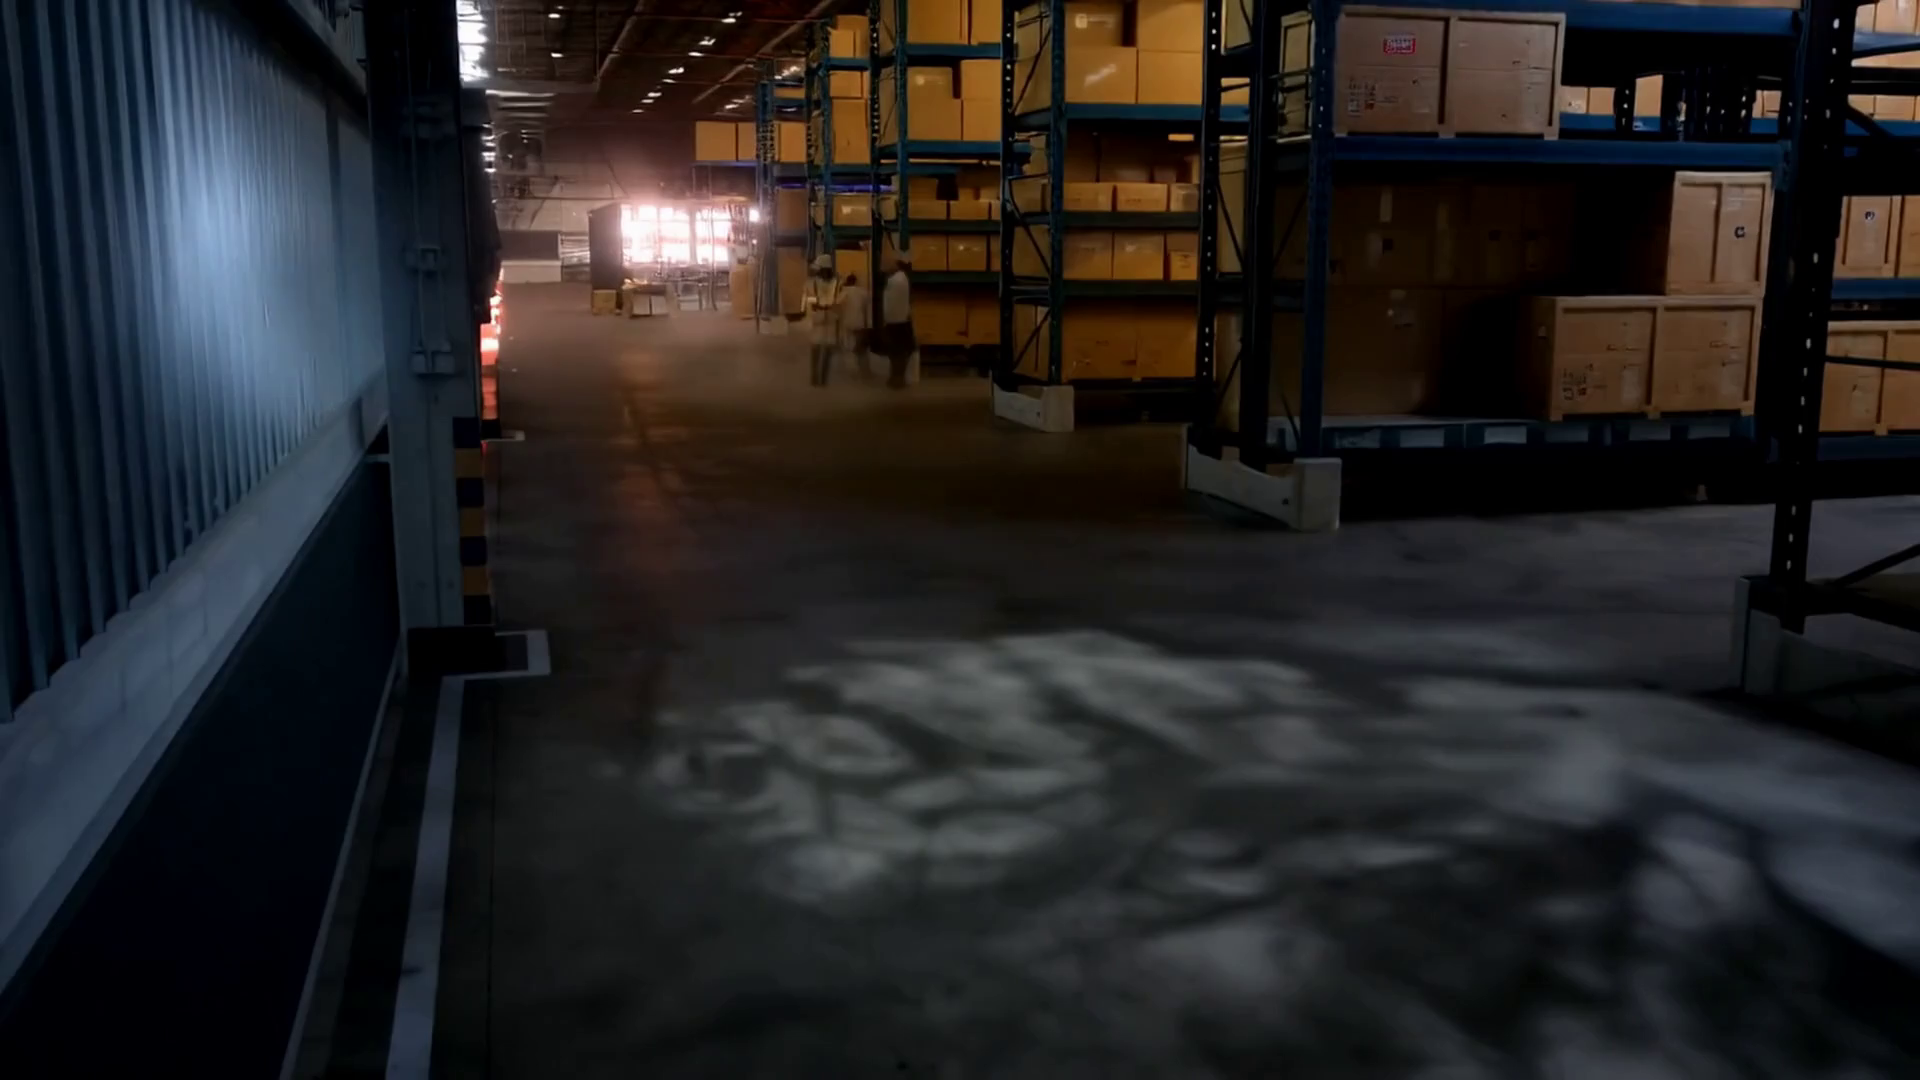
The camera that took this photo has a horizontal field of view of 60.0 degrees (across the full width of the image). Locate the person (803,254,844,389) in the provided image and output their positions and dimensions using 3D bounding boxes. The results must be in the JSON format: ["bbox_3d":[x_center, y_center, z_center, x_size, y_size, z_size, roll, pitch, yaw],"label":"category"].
[{"bbox_3d":[-1.926,-3.089,23.593,0.572,1.912,0.447,-2,10,-12],"label":"person"}]

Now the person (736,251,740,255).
[{"bbox_3d":[-9.136,-11.015,68.708,0.404,1.834,0.591,-3,11,-18],"label":"person"}]

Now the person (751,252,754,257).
[{"bbox_3d":[-9.068,-11.752,72.979,0.600,1.792,0.858,2,10,9],"label":"person"}]

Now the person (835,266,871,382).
[{"bbox_3d":[-1.582,-3.192,24.683,0.567,1.732,0.696,-4,11,-21],"label":"person"}]

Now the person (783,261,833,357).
[{"bbox_3d":[-2.834,-4.265,30.709,0.969,1.772,0.610,6,11,29],"label":"person"}]

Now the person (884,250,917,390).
[{"bbox_3d":[-0.844,-3.091,23.469,0.491,1.969,0.614,-4,11,-21],"label":"person"}]
